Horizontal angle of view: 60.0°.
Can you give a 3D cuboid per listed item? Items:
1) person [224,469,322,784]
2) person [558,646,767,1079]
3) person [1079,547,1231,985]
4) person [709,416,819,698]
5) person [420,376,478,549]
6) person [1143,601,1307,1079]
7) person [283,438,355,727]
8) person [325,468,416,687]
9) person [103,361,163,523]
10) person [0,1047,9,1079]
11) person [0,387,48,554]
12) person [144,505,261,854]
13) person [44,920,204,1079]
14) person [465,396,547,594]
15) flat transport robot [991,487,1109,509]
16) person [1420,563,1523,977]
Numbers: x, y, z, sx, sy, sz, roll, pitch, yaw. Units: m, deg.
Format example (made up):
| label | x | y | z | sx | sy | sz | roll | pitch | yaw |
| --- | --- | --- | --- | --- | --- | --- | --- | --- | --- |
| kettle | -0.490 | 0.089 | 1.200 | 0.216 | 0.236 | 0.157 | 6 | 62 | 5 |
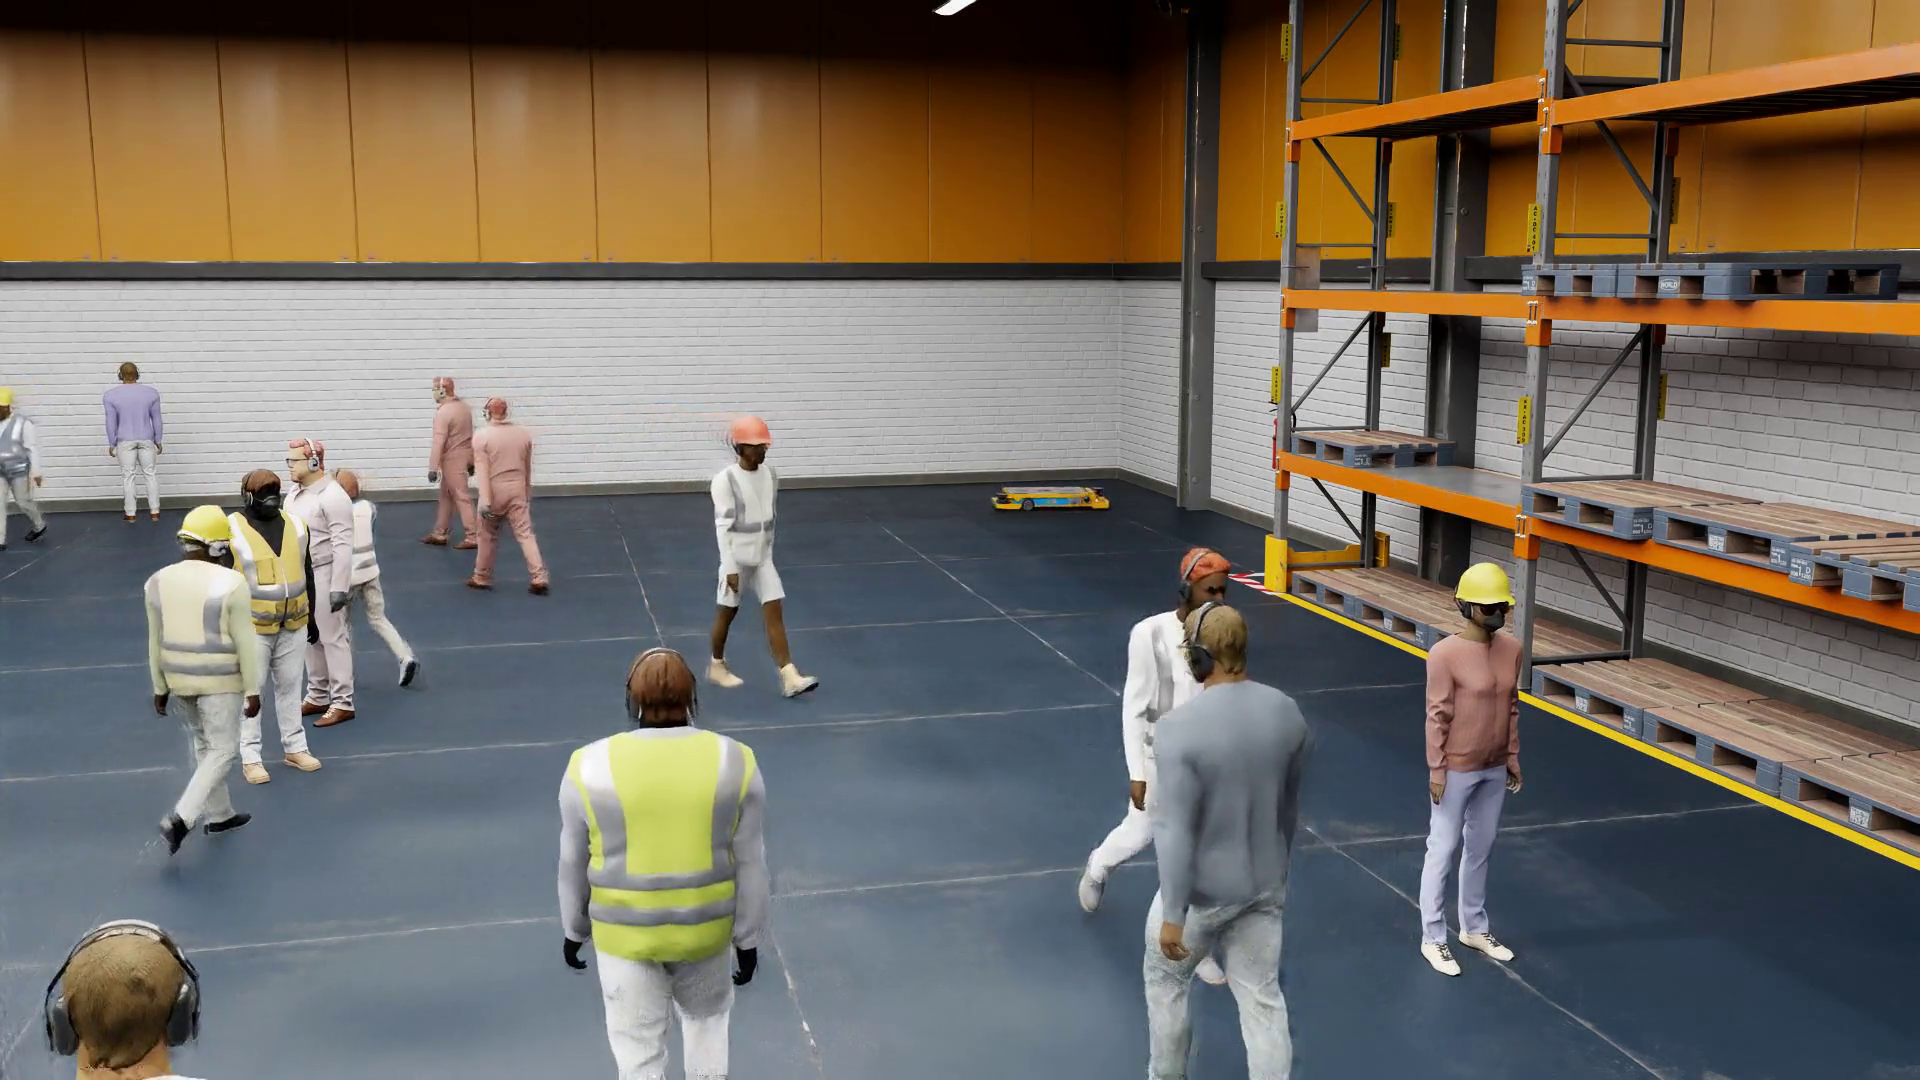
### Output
| label | x | y | z | sx | sy | sz | roll | pitch | yaw |
| --- | --- | --- | --- | --- | --- | --- | --- | --- | --- |
| person | -4.083 | 0.496 | 9.843 | 0.429 | 1.846 | 0.625 | 7 | 12 | 38 |
| person | -0.947 | 1.238 | 5.288 | 0.636 | 1.825 | 0.511 | -3 | 9 | -16 |
| person | 0.891 | 0.915 | 7.273 | 0.598 | 1.852 | 0.907 | -4 | 10 | -22 |
| person | -1.451 | 0.124 | 11.696 | 1.040 | 1.986 | 0.633 | 8 | 12 | 41 |
| person | -5.590 | -0.827 | 18.001 | 0.883 | 1.868 | 0.672 | 1 | 9 | 5 |
| person | 0.831 | 1.140 | 5.616 | 0.658 | 1.904 | 0.844 | -6 | 11 | -31 |
| person | -4.284 | 0.275 | 11.020 | 0.651 | 1.906 | 0.409 | 7 | 12 | 39 |
| person | -4.296 | 0.277 | 11.934 | 0.774 | 1.605 | 0.516 | 5 | 10 | 26 |
| person | -9.898 | -1.171 | 19.951 | 0.631 | 1.939 | 0.372 | -7 | 11 | -35 |
| person | -2.664 | 1.541 | 4.119 | 0.519 | 1.581 | 0.882 | -2 | 9 | -12 |
| person | -10.239 | -0.777 | 17.972 | 0.632 | 1.791 | 0.829 | -1 | 9 | -6 |
| person | -3.903 | 0.730 | 8.523 | 0.621 | 1.799 | 0.767 | 2 | 9 | 12 |
| person | -1.396 | 1.599 | 2.873 | 0.639 | 1.882 | 1.067 | -3 | 10 | -19 |
| person | -4.239 | -0.413 | 15.519 | 1.025 | 1.853 | 0.646 | 8 | 12 | 41 |
| flat transport robot | 1.142 | -0.540 | 21.196 | 1.431 | 0.197 | 0.652 | -1 | 9 | -5 |
| person | 2.208 | 0.968 | 7.134 | 0.525 | 1.769 | 0.312 | -5 | 10 | -29 |
